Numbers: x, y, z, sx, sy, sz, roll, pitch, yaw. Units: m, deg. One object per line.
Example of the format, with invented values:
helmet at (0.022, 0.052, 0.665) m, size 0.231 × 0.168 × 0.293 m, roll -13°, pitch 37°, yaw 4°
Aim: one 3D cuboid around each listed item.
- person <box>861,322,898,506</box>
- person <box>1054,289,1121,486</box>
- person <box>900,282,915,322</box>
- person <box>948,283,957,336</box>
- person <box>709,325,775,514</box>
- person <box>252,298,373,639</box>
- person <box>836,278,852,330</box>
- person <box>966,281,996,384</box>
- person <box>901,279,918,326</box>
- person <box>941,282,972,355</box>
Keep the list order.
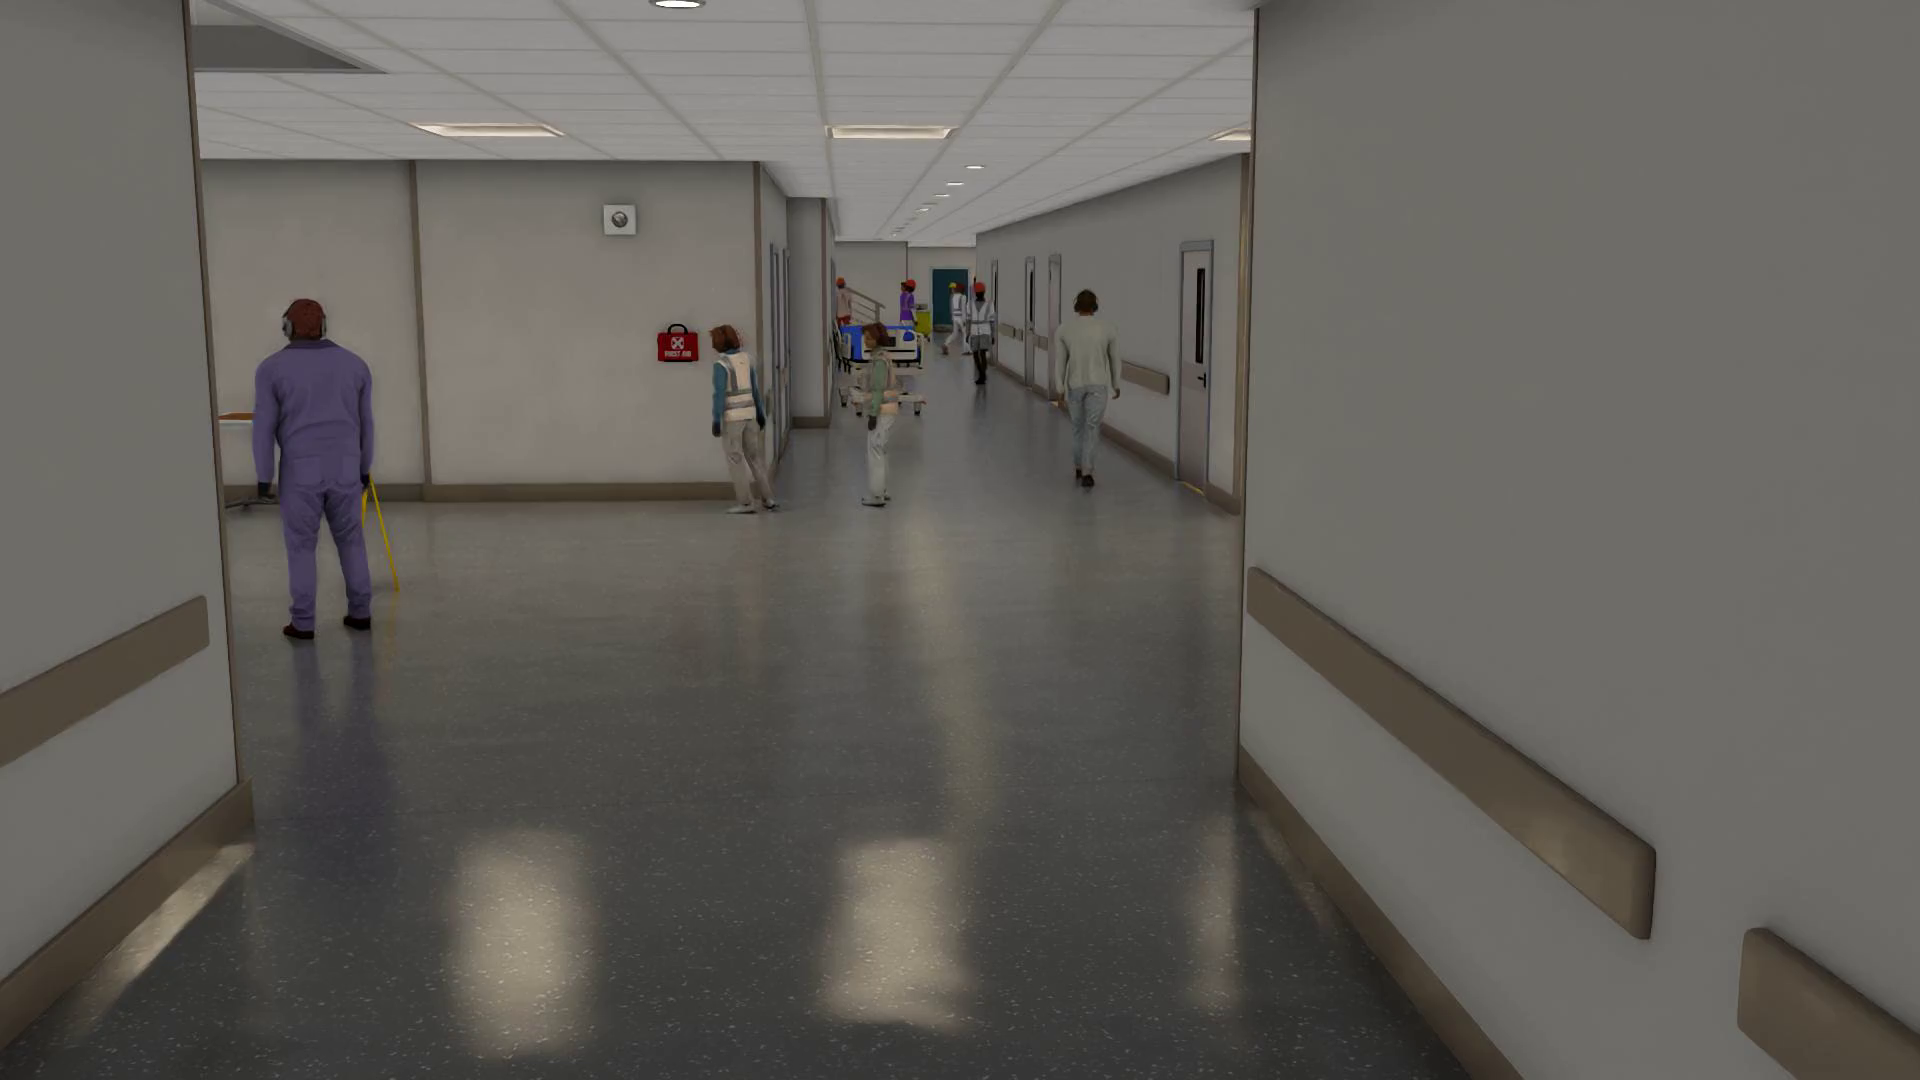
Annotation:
person at (-0.713, -1.115, 14.668) m, size 0.337 × 1.624 × 0.552 m, roll 0°, pitch 9°, yaw -2°
person at (1.248, -1.494, 16.248) m, size 0.634 × 1.887 × 1.006 m, roll 2°, pitch 9°, yaw 13°
person at (-1.414, -6.017, 44.766) m, size 0.381 × 1.839 × 0.566 m, roll -6°, pitch 11°, yaw -35°
person at (-0.238, -7.604, 54.949) m, size 0.297 × 1.772 × 0.533 m, roll 0°, pitch 9°, yaw -3°
person at (-1.873, -1.021, 14.114) m, size 0.407 × 1.605 × 0.598 m, roll 5°, pitch 10°, yaw 27°
person at (-3.617, -0.400, 9.333) m, size 0.667 × 1.897 × 0.400 m, roll -8°, pitch 12°, yaw -42°
person at (-3.154, -6.009, 44.364) m, size 0.648 × 1.944 × 1.010 m, roll -5°, pitch 10°, yaw -27°
person at (0.407, -3.872, 31.052) m, size 0.567 × 1.920 × 0.703 m, roll 3°, pitch 9°, yaw 16°
person at (-1.272, -5.539, 41.498) m, size 0.402 × 1.925 × 0.554 m, roll -5°, pitch 10°, yaw -27°
person at (-0.075, -5.586, 42.043) m, size 0.867 × 1.856 × 0.579 m, roll -7°, pitch 12°, yaw -38°
